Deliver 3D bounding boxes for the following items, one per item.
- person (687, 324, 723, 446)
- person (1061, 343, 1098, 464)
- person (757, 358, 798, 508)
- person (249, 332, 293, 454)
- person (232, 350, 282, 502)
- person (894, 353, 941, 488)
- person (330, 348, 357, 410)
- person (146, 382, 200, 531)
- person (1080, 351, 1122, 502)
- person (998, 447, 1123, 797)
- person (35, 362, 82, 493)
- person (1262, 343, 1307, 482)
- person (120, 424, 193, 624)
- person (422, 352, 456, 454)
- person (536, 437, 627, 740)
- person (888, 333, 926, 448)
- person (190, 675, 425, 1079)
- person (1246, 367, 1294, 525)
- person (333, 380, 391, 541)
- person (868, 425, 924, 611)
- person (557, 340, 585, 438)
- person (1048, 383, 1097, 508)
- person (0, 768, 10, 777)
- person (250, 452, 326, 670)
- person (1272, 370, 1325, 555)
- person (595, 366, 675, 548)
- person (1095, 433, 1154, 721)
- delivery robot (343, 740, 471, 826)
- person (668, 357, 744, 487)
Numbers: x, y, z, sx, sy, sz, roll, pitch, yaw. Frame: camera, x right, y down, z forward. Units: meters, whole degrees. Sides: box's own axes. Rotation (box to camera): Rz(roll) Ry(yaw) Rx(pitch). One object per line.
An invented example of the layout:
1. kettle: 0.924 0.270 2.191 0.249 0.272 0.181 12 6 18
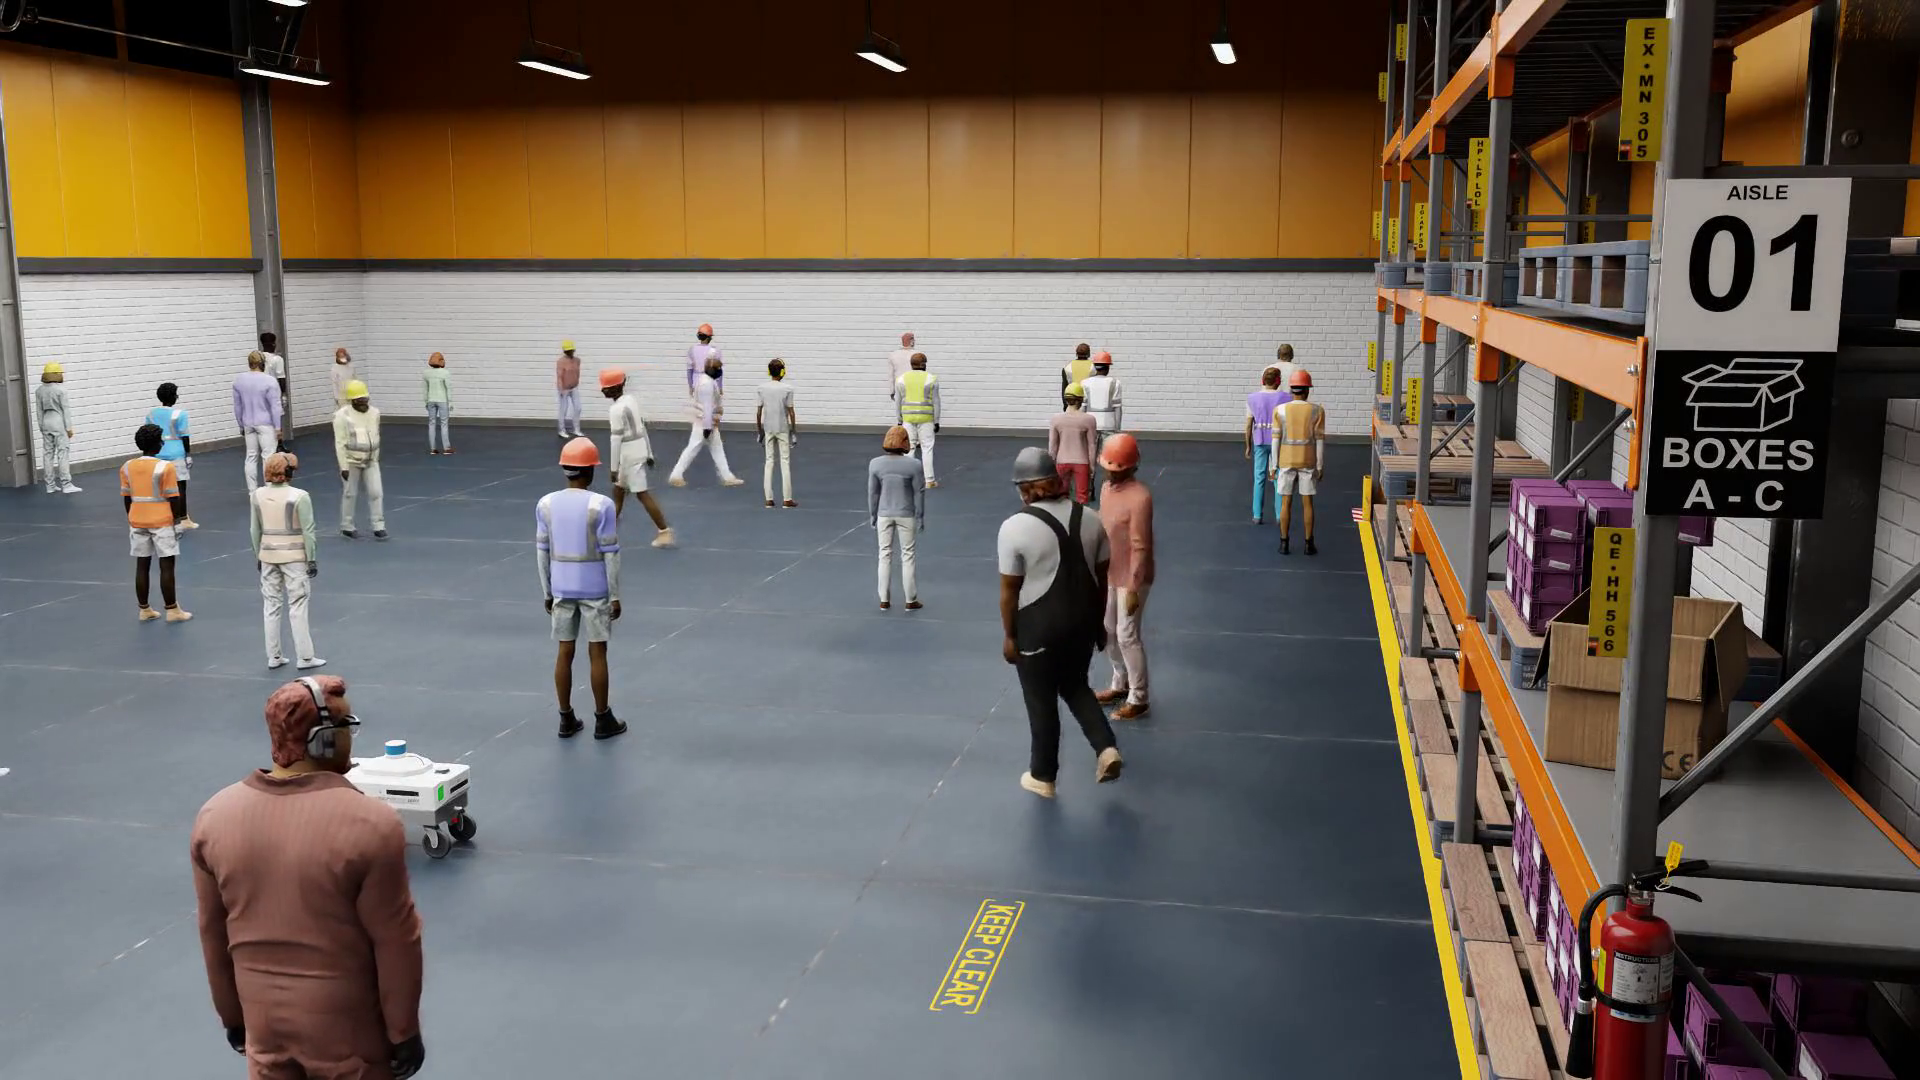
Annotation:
1. person: -4.233 -2.571 27.697 0.610 2.043 0.397 2 10 13
2. person: 1.857 -2.063 25.244 0.625 1.843 0.430 2 10 13
3. person: -2.285 -1.330 20.745 0.514 1.871 0.327 2 10 13
4. person: -10.925 -2.303 26.319 0.609 1.963 0.368 2 10 13
5. person: -8.933 -1.442 21.209 0.629 1.939 0.371 2 10 13
6. person: -0.563 -1.615 22.554 0.625 1.840 0.430 2 10 13
7. person: -10.606 -2.505 28.631 0.505 1.587 0.527 8 12 41
8. person: -8.982 -0.944 18.933 0.537 1.695 0.321 2 10 13
9. person: 1.801 -1.449 21.268 0.548 1.933 0.376 2 10 13
10. person: 0.531 0.465 9.413 0.703 2.000 0.671 -6 11 -34
11. person: -12.018 -1.495 22.122 0.488 1.740 0.318 2 10 13
12. person: 4.508 -1.768 23.182 0.629 1.936 0.371 2 10 13
13. person: -6.807 -0.133 14.051 0.537 1.695 0.321 2 10 13
14. person: -8.338 -2.182 26.580 0.502 1.632 0.279 2 10 13
15. person: -2.419 0.311 10.654 0.548 1.937 0.379 2 10 13
16. person: -0.853 -2.470 27.511 0.643 1.905 0.399 2 10 13
17. person: -1.787 1.318 4.690 0.643 1.905 0.399 2 10 13
18. person: 3.600 -1.086 19.355 0.564 1.841 0.389 2 10 13
19. person: -6.531 -0.855 18.121 0.779 1.784 0.613 7 12 36
20. person: -0.555 -0.188 14.572 0.502 1.632 0.279 2 10 13
21. person: -6.823 -2.628 28.988 0.647 1.724 0.540 8 12 40
22. person: 1.218 -0.810 17.931 0.527 1.765 0.329 2 10 13
23. person: -5.861 0.656 9.541 0.519 1.623 0.607 2 10 12
24. person: -5.051 0.161 12.449 0.515 1.640 0.315 2 10 13
25. person: 3.527 -0.805 17.387 0.548 1.934 0.376 2 10 13
26. person: -3.527 -0.866 17.667 1.036 1.960 0.680 0 9 1
27. person: 1.072 0.246 11.017 0.503 1.946 0.697 -4 10 -20
28. delivery robot: -2.922 1.286 8.651 0.707 0.478 0.477 2 10 12
29. person: -3.503 -1.589 22.599 1.019 1.787 0.631 -1 9 -6
